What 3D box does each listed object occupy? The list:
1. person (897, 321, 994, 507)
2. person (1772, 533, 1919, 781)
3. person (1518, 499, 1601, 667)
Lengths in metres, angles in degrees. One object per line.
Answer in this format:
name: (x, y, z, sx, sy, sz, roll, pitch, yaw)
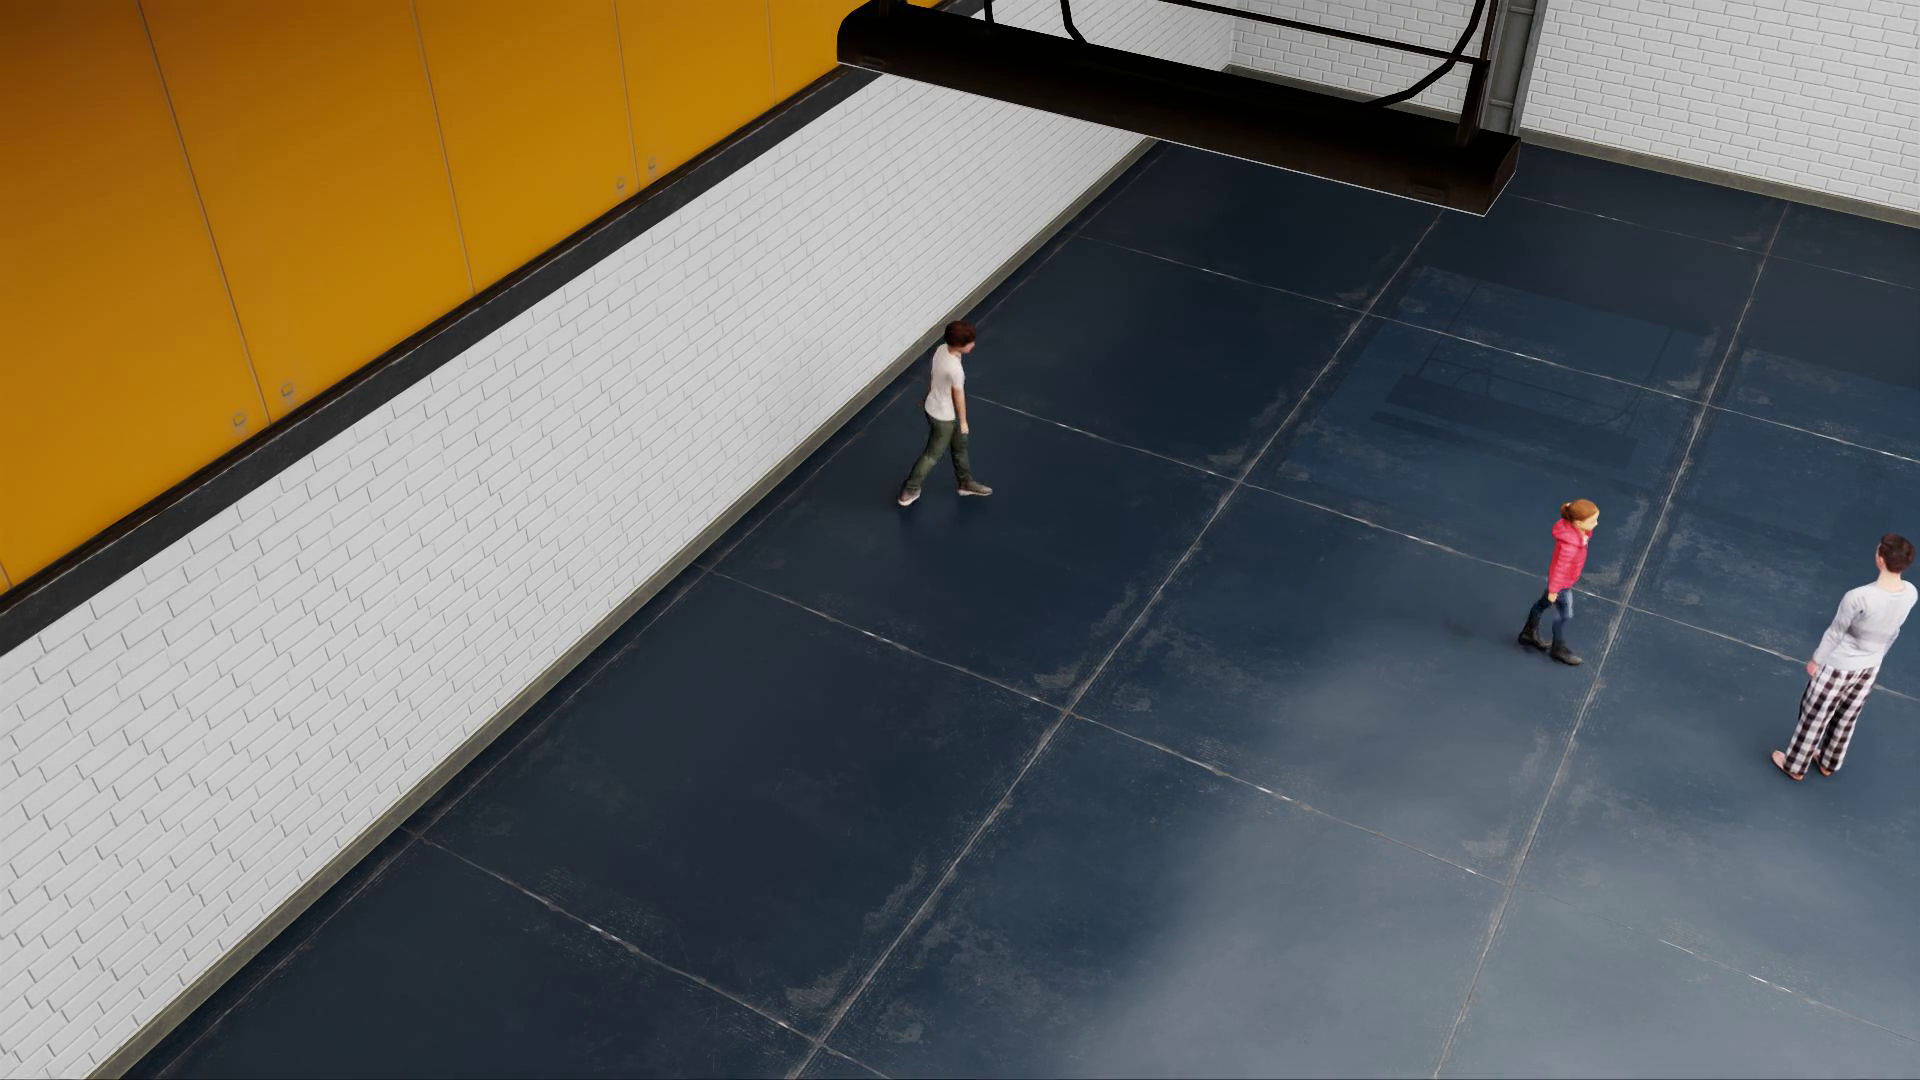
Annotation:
person: (-0.193, -0.932, 12.524, 1.067, 1.611, 0.956, -11, 40, -13)
person: (5.484, 0.747, 10.235, 0.686, 1.844, 0.757, -7, 39, -9)
person: (4.018, 0.243, 11.297, 0.680, 1.306, 0.548, 17, 42, 20)
